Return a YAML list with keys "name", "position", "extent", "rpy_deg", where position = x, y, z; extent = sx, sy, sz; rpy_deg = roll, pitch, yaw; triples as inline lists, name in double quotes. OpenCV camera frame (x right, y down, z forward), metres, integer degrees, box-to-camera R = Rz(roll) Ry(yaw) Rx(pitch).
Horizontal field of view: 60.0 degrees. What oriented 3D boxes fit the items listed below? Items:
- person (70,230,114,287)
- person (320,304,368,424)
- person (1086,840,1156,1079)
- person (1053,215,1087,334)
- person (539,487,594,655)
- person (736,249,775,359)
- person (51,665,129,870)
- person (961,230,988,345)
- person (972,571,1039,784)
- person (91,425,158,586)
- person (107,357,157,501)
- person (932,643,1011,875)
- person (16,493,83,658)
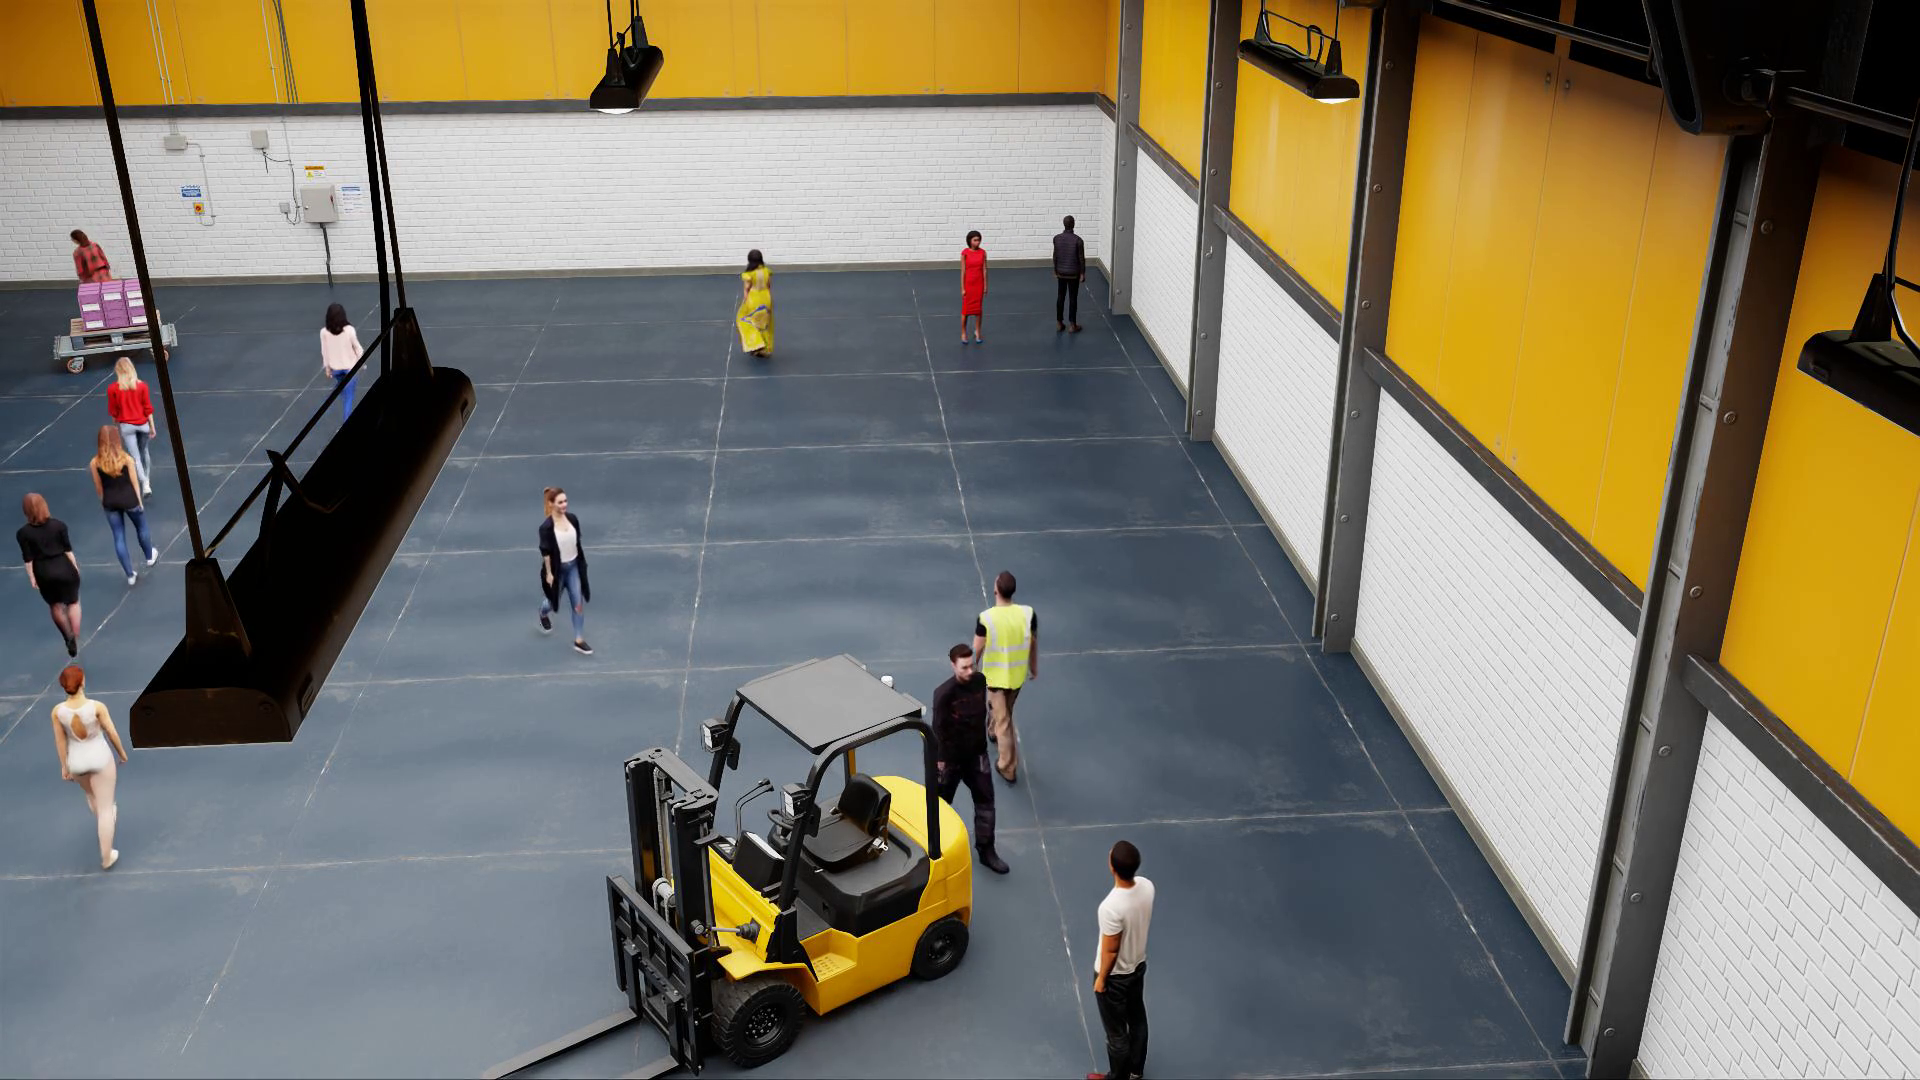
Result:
- name: "person"
  position: [-13.380, -4.033, 25.886]
  extent: [0.747, 1.672, 0.824]
  rpy_deg: [-18, 30, -36]
- name: "person"
  position: [-7.988, -2.150, 21.516]
  extent: [0.765, 1.723, 1.147]
  rpy_deg: [2, 24, 4]
- name: "person"
  position: [1.019, 2.665, 10.402]
  extent: [0.768, 1.802, 0.704]
  rpy_deg: [18, 29, 35]
- name: "person"
  position: [1.691, -4.162, 25.977]
  extent: [0.777, 1.836, 0.783]
  rpy_deg: [12, 27, 26]
- name: "person"
  position: [-3.881, 0.277, 16.037]
  extent: [1.116, 1.663, 1.004]
  rpy_deg: [22, 32, 40]
- name: "person"
  position: [-2.961, -3.469, 24.625]
  extent: [0.982, 1.649, 1.032]
  rpy_deg: [-19, 30, -37]
- name: "person"
  position: [-6.655, 1.768, 12.701]
  extent: [0.633, 1.603, 1.033]
  rpy_deg: [-5, 24, -11]
- name: "person"
  position: [0.195, -3.872, 25.431]
  extent: [0.611, 1.741, 0.570]
  rpy_deg: [-7, 25, -16]
- name: "person"
  position: [0.387, 1.168, 13.837]
  extent: [0.931, 1.792, 1.234]
  rpy_deg: [-9, 25, -20]
- name: "person"
  position: [-8.784, -0.337, 17.403]
  extent: [0.707, 1.694, 0.968]
  rpy_deg: [-7, 25, -16]
- name: "person"
  position: [-9.724, -1.284, 19.600]
  extent: [0.975, 1.670, 1.210]
  rpy_deg: [-15, 28, -31]
- name: "person"
  position: [-0.053, 1.620, 12.702]
  extent: [1.133, 1.874, 1.308]
  rpy_deg: [-18, 29, -35]
- name: "person"
  position: [-8.579, 0.372, 15.796]
  extent: [0.834, 1.683, 1.036]
  rpy_deg: [-13, 27, -27]
